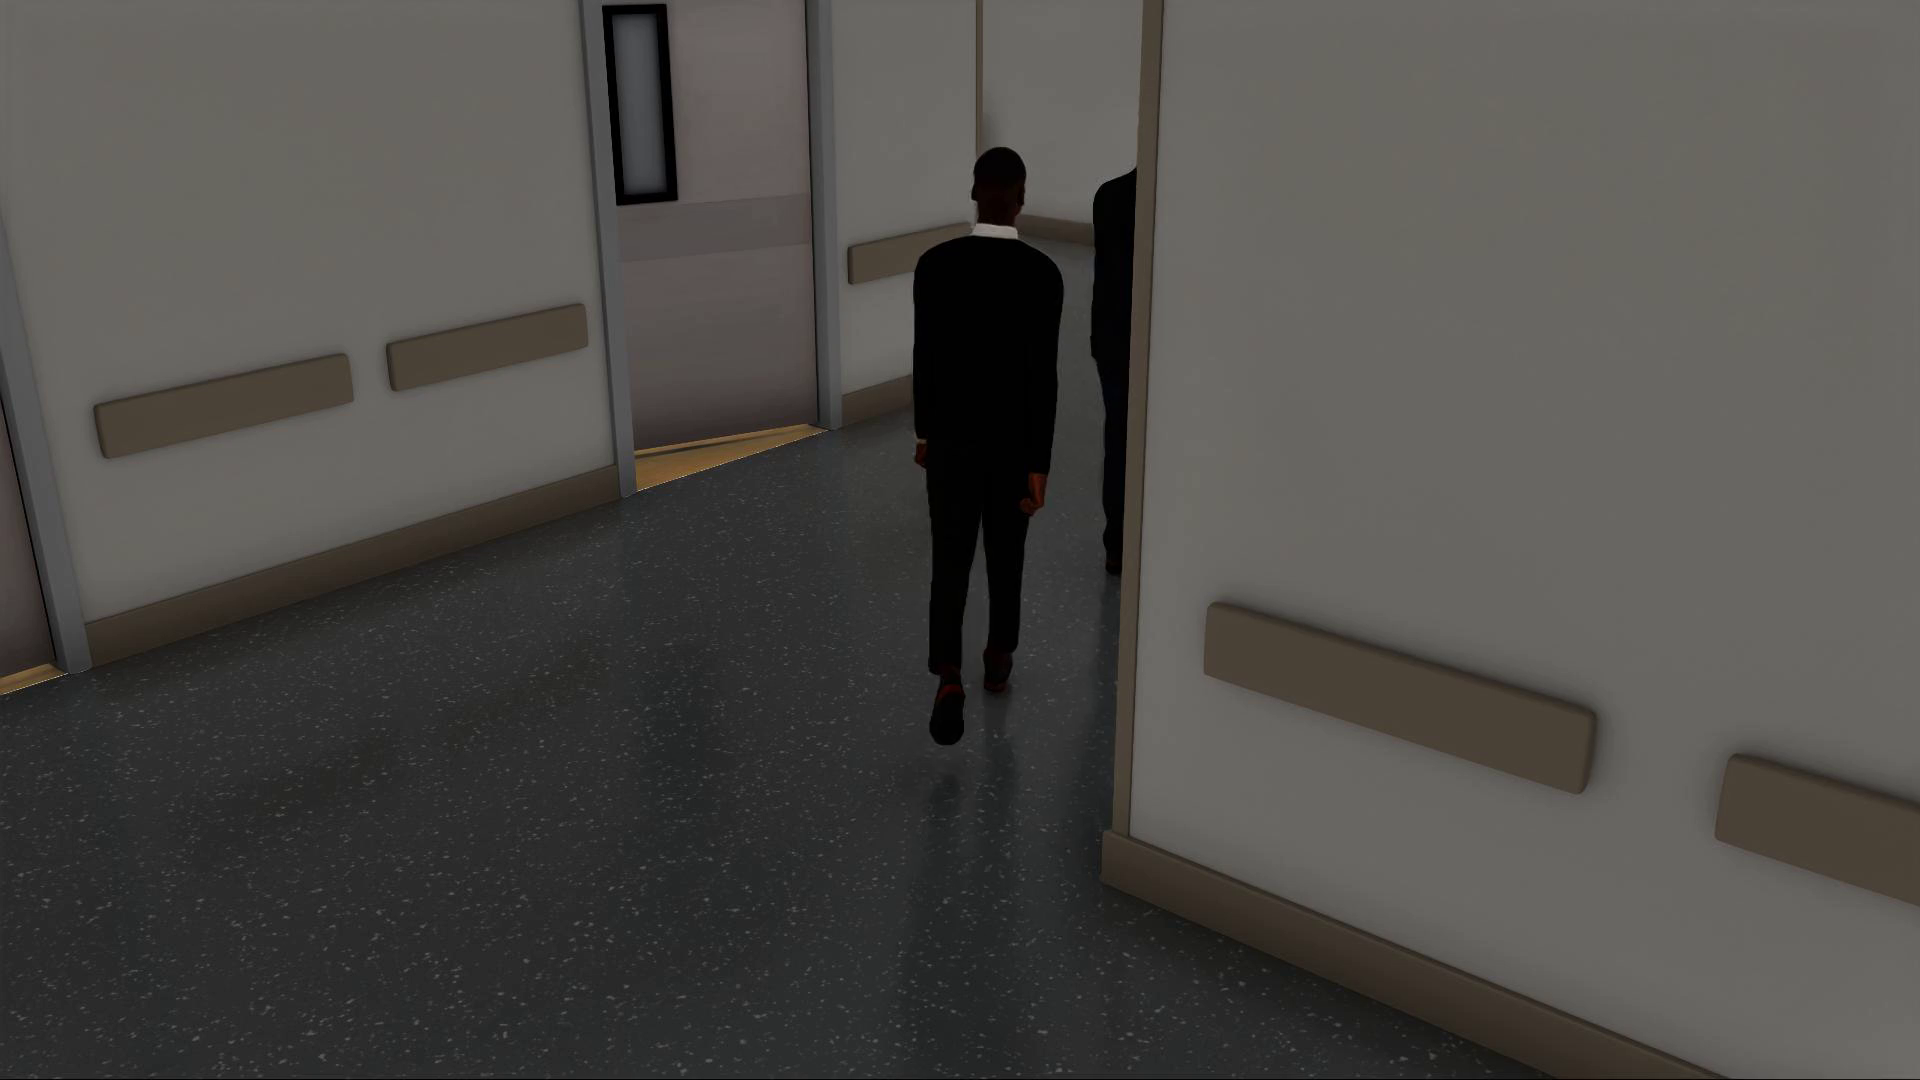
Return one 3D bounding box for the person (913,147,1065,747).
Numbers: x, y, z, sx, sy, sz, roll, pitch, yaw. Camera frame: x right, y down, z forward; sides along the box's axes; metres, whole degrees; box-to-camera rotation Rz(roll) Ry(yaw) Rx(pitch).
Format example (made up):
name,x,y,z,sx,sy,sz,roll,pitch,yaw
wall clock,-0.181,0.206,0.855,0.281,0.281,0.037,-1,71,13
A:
name,x,y,z,sx,sy,sz,roll,pitch,yaw
person,0.054,-0.257,5.064,1.038,1.786,1.198,2,21,6
